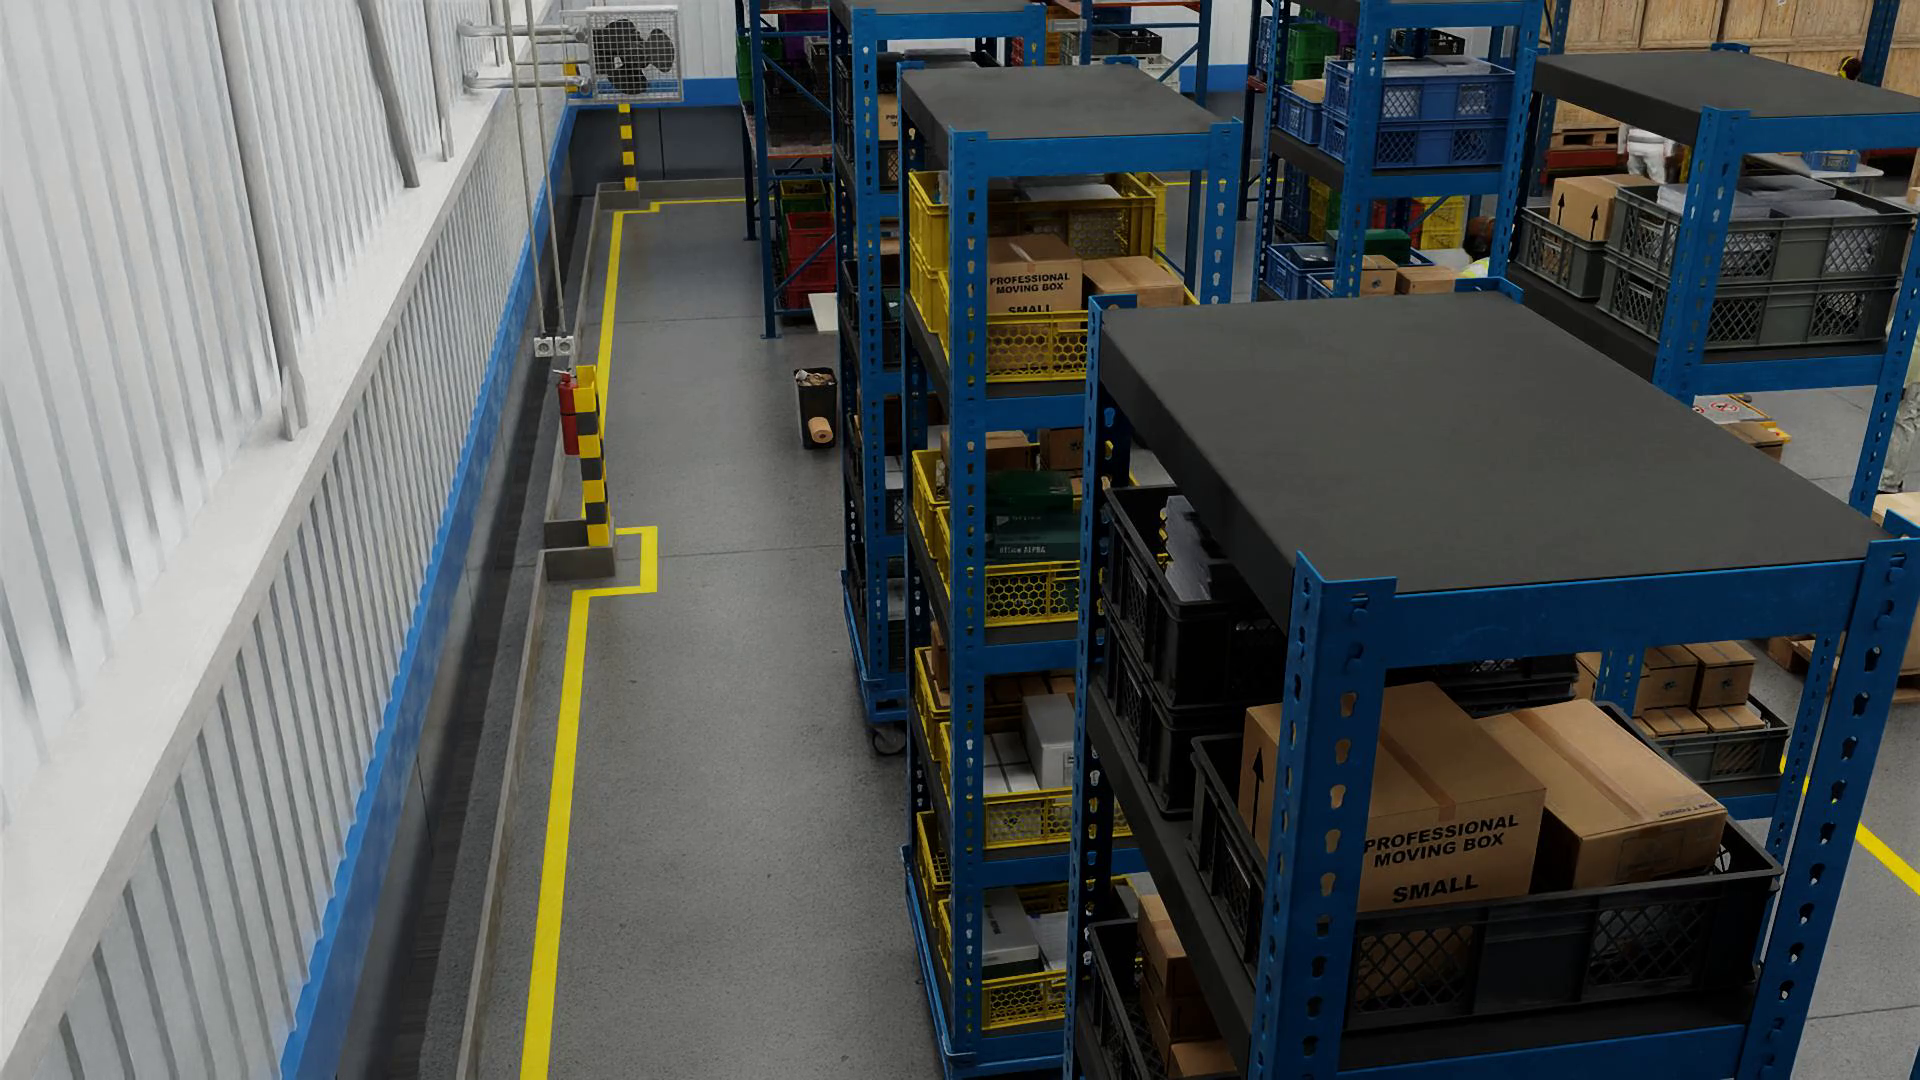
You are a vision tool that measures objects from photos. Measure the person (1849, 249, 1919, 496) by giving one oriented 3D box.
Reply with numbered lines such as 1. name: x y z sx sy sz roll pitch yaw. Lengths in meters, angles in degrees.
1. person: 6.205 -1.128 10.863 0.404 1.832 0.600 18 30 34

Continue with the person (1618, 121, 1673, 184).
1. person: 7.021 -3.988 17.039 0.559 1.873 0.648 -21 32 -38
